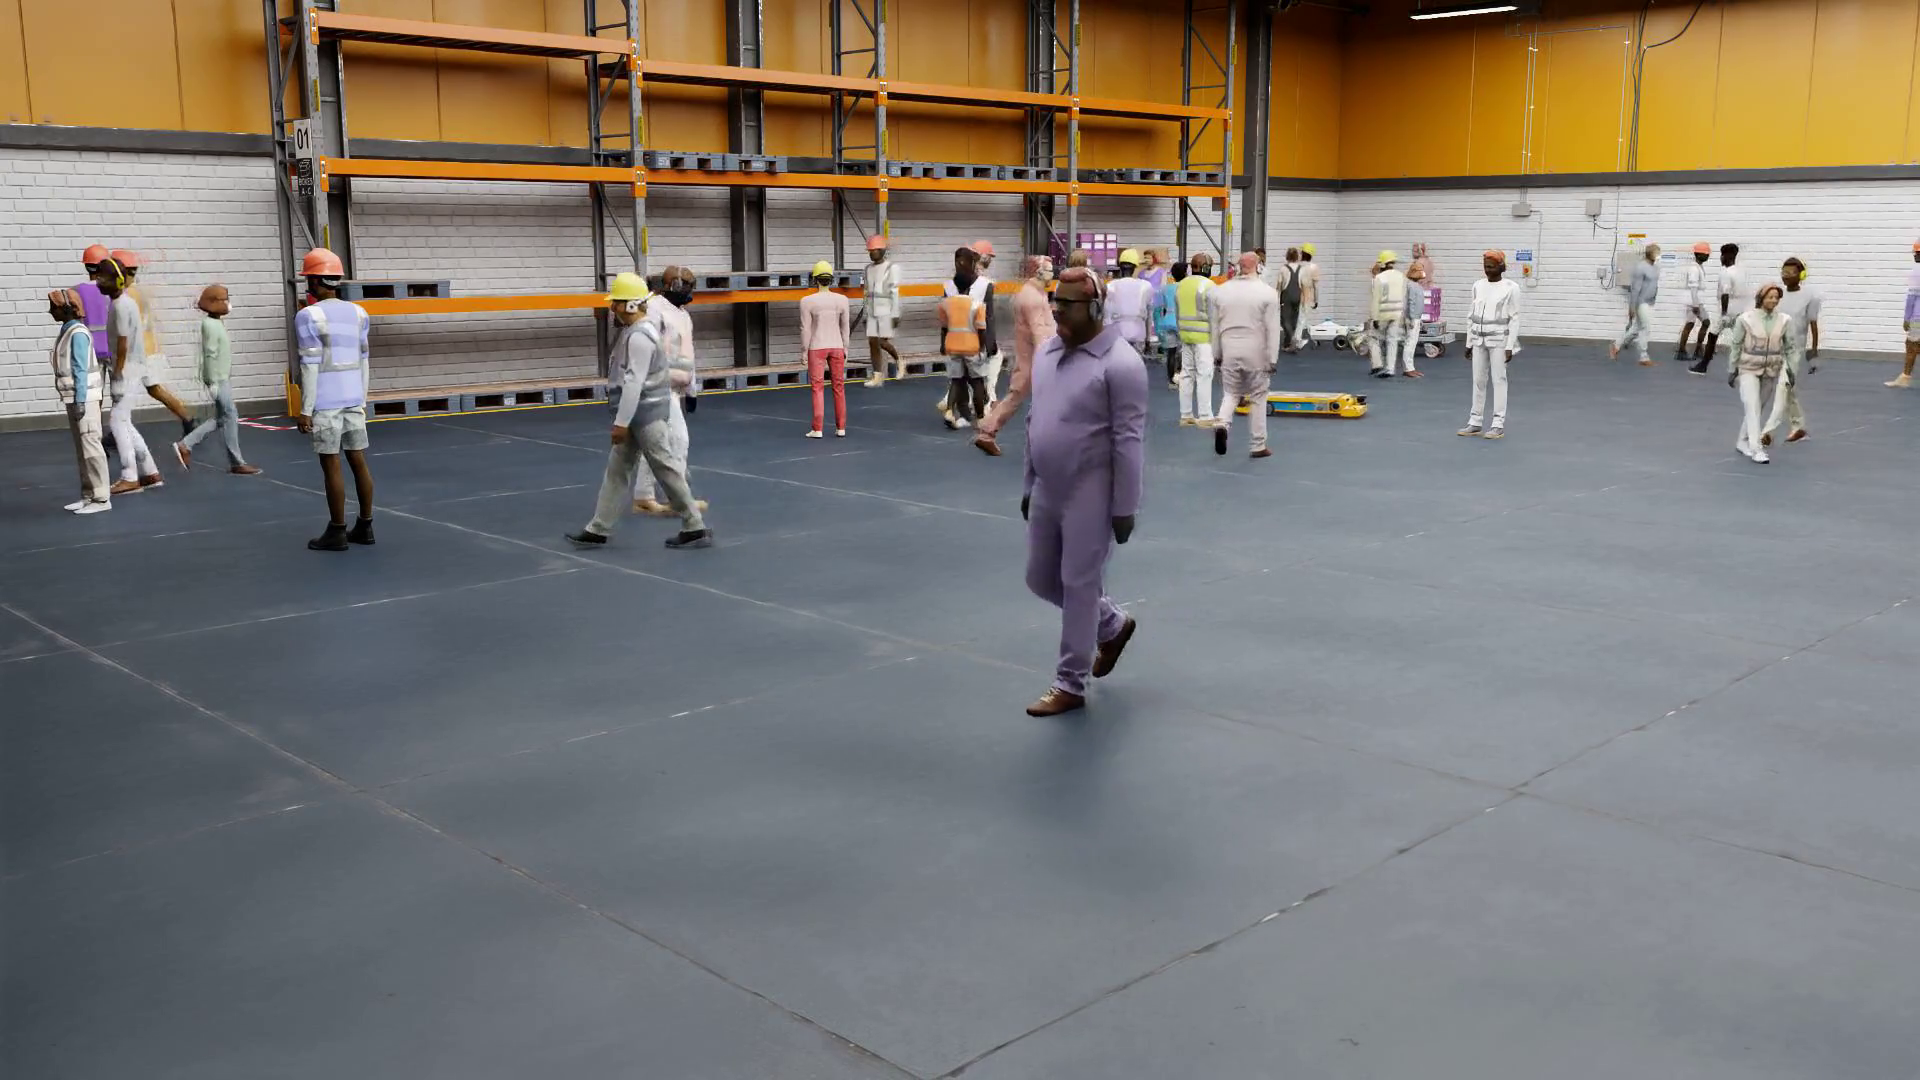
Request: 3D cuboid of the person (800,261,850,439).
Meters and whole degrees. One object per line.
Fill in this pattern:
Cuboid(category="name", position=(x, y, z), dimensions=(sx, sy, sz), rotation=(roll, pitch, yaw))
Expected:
Cuboid(category="person", position=(-1.351, -1.891, 16.604), dimensions=(0.524, 1.769, 0.308), rotation=(-5, 11, -25))

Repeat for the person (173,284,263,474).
Cuboid(category="person", position=(-6.295, -1.341, 14.004), dimensions=(0.627, 1.614, 0.512), rotation=(-3, 11, -18))

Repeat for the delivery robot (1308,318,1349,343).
Cuboid(category="delivery robot", position=(6.530, -3.697, 29.504), dimensions=(0.707, 0.478, 0.477), rotation=(2, 11, 11))

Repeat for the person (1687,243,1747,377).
Cuboid(category="person", position=(11.054, -3.295, 23.879), dimensions=(0.606, 1.914, 1.025), rotation=(-6, 12, -31))

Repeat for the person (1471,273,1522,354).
Cuboid(category="person", position=(9.200, -3.999, 28.340), dimensions=(0.917, 1.696, 0.499), rotation=(10, 14, 43))

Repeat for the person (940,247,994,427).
Cuboid(category="person", position=(0.092, -2.135, 17.580), dimensions=(0.615, 1.898, 0.489), rotation=(7, 12, 32))

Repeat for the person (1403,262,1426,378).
Cuboid(category="person", position=(6.514, -3.148, 23.815), dimensions=(0.285, 1.636, 0.500), rotation=(5, 12, 27))

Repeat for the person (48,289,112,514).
Cuboid(category="person", position=(-6.439, -1.008, 12.158), dimensions=(0.313, 1.634, 0.512), rotation=(-9, 13, -39))

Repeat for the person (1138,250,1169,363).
Cuboid(category="person", position=(3.032, -3.663, 26.178), dimensions=(0.580, 1.805, 0.945), rotation=(10, 14, 44))

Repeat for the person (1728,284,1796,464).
Cuboid(category="person", position=(7.230, -1.510, 15.009), dimensions=(0.533, 1.588, 0.875), rotation=(0, 10, 1))

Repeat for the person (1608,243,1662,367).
Cuboid(category="person", position=(10.514, -3.647, 25.821), dimensions=(0.634, 1.912, 0.821), rotation=(-9, 14, -40))

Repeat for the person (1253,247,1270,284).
Cuboid(category="person", position=(4.713, -3.815, 26.882), dimensions=(0.561, 1.844, 0.584), rotation=(1, 10, 4))

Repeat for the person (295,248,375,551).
Cuboid(category="person", position=(-4.042, -0.896, 10.710), dimensions=(0.359, 1.939, 0.542), rotation=(5, 12, 26))

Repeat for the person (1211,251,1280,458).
Cuboid(category="person", position=(2.560, -1.669, 15.096), dimensions=(0.696, 1.881, 0.582), rotation=(6, 12, 31))

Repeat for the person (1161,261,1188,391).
Cuboid(category="person", position=(2.844, -2.773, 21.608), dimensions=(0.367, 1.684, 0.552), rotation=(-9, 13, -39))

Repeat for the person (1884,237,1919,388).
Cuboid(category="person", position=(12.640, -2.948, 21.727), dimensions=(0.610, 2.015, 0.879), rotation=(-7, 12, -32))

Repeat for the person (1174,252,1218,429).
Cuboid(category="person", position=(2.530, -2.094, 17.515), dimensions=(0.429, 1.843, 0.627), rotation=(-7, 13, -34))

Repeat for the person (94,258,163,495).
Cuboid(category="person", position=(-6.556, -1.268, 12.972), dimensions=(0.403, 1.843, 0.569), rotation=(-4, 11, -22))

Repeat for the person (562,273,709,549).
Cuboid(category="person", position=(-2.070, -0.808, 10.657), dimensions=(0.932, 1.782, 0.603), rotation=(-3, 11, -14))

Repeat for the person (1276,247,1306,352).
Cuboid(category="person", position=(5.691, -4.109, 28.562), dimensions=(0.519, 1.822, 0.805), rotation=(-2, 11, -10))

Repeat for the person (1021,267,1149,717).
Cuboid(category="person", position=(0.530, -0.214, 7.107), dimensions=(0.621, 1.892, 0.659), rotation=(-8, 13, -36))

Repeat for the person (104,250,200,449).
Cuboid(category="person", position=(-7.763, -1.804, 15.811), dimensions=(0.990, 1.903, 0.550), rotation=(-6, 12, -28))

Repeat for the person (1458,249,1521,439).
Cuboid(category="person", position=(5.302, -1.957, 16.641), dimensions=(0.356, 1.886, 0.573), rotation=(-8, 13, -36))

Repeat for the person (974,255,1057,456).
Cuboid(category="person", position=(0.637, -1.676, 15.229), dimensions=(1.034, 1.849, 0.625), rotation=(2, 11, 9))

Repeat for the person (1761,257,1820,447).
Cuboid(category="person", position=(7.994, -1.820, 16.098), dimensions=(1.002, 1.818, 0.525), rotation=(-6, 12, -30))

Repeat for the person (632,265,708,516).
Cuboid(category="person", position=(-2.091, -1.071, 12.041), dimensions=(0.678, 1.803, 0.654), rotation=(2, 11, 8))

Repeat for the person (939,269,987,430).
Cuboid(category="person", position=(0.025, -1.967, 17.251), dimensions=(0.547, 1.677, 0.542), rotation=(4, 11, 21))

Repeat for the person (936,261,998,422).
Cuboid(category="person", position=(0.049, -2.136, 17.861), dimensions=(0.836, 1.801, 0.641), rotation=(-8, 13, -38))

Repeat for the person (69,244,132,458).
Cuboid(category="person", position=(-7.716, -1.686, 15.016), dimensions=(0.542, 1.939, 0.363), rotation=(-2, 11, -10))

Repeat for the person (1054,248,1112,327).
Cuboid(category="person", position=(1.231, -1.828, 15.892), dimensions=(0.642, 1.913, 0.668), rotation=(-7, 13, -35))

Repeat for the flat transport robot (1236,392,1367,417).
Cuboid(category="flat transport robot", position=(3.842, -1.549, 18.823), dimensions=(1.431, 0.197, 0.652), rotation=(4, 11, 19))

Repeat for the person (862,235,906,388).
Cuboid(category="person", position=(-1.030, -3.039, 22.162), dimensions=(0.624, 2.023, 0.582), rotation=(8, 13, 38))

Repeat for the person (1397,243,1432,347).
Cuboid(category="person", position=(8.301, -4.421, 30.097), dimensions=(0.579, 1.883, 0.757), rotation=(8, 13, 36))

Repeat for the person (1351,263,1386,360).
Cuboid(category="person", position=(6.669, -3.706, 26.958), dimensions=(0.546, 1.606, 0.541), rotation=(4, 11, 20))

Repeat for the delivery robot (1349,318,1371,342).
Cuboid(category="delivery robot", position=(7.268, -3.687, 29.448), dimensions=(0.707, 0.478, 0.477), rotation=(-3, 11, -15))

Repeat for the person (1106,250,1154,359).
Cuboid(category="person", position=(1.822, -2.215, 18.130), dimensions=(0.591, 1.865, 1.011), rotation=(0, 10, 2))

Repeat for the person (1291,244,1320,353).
Cuboid(category="person", position=(5.939, -4.185, 28.847), dimensions=(0.614, 1.868, 0.977), rotation=(6, 12, 31))

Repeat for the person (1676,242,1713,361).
Cuboid(category="person", position=(11.939, -3.833, 26.797), dimensions=(0.683, 1.911, 0.570), rotation=(7, 13, 35))

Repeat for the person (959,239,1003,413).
Cuboid(category="person", position=(0.277, -2.420, 18.933), dimensions=(0.681, 1.964, 0.642), rotation=(-4, 11, -21))

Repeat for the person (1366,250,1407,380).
Cuboid(category="person", position=(5.969, -3.156, 23.375), dimensions=(0.587, 1.814, 0.470), rotation=(-5, 12, -26))
